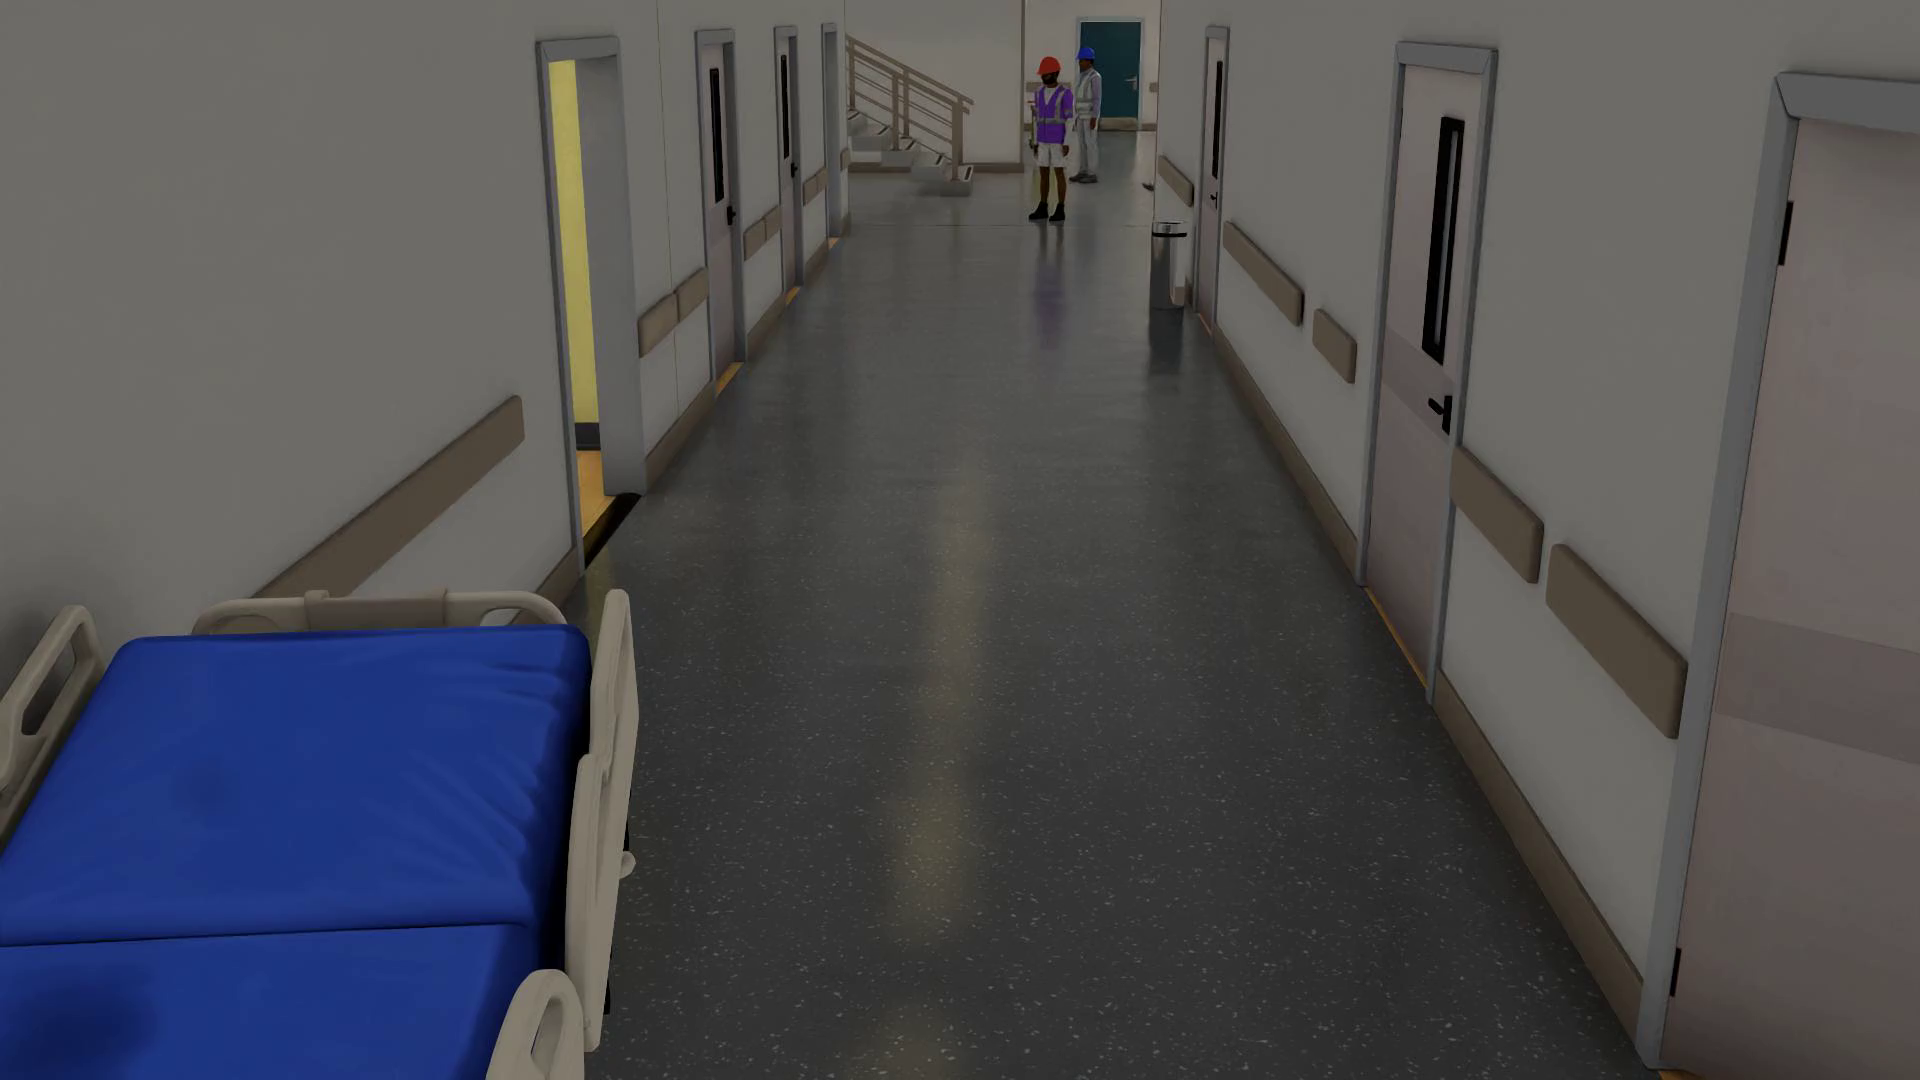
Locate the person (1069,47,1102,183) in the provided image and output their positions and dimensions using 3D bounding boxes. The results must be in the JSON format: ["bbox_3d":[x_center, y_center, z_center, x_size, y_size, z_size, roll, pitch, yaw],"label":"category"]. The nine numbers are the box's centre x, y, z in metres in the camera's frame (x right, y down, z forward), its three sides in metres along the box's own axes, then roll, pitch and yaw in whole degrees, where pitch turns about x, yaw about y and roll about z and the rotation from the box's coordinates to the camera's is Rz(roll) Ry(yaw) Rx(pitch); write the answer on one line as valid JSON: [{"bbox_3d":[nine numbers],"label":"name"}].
[{"bbox_3d":[1.857,-6.234,24.436,0.389,1.947,0.614,-7,19,-21],"label":"person"}]

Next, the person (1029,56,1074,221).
[{"bbox_3d":[1.093,-4.816,20.008,0.547,1.930,0.384,14,22,37],"label":"person"}]
